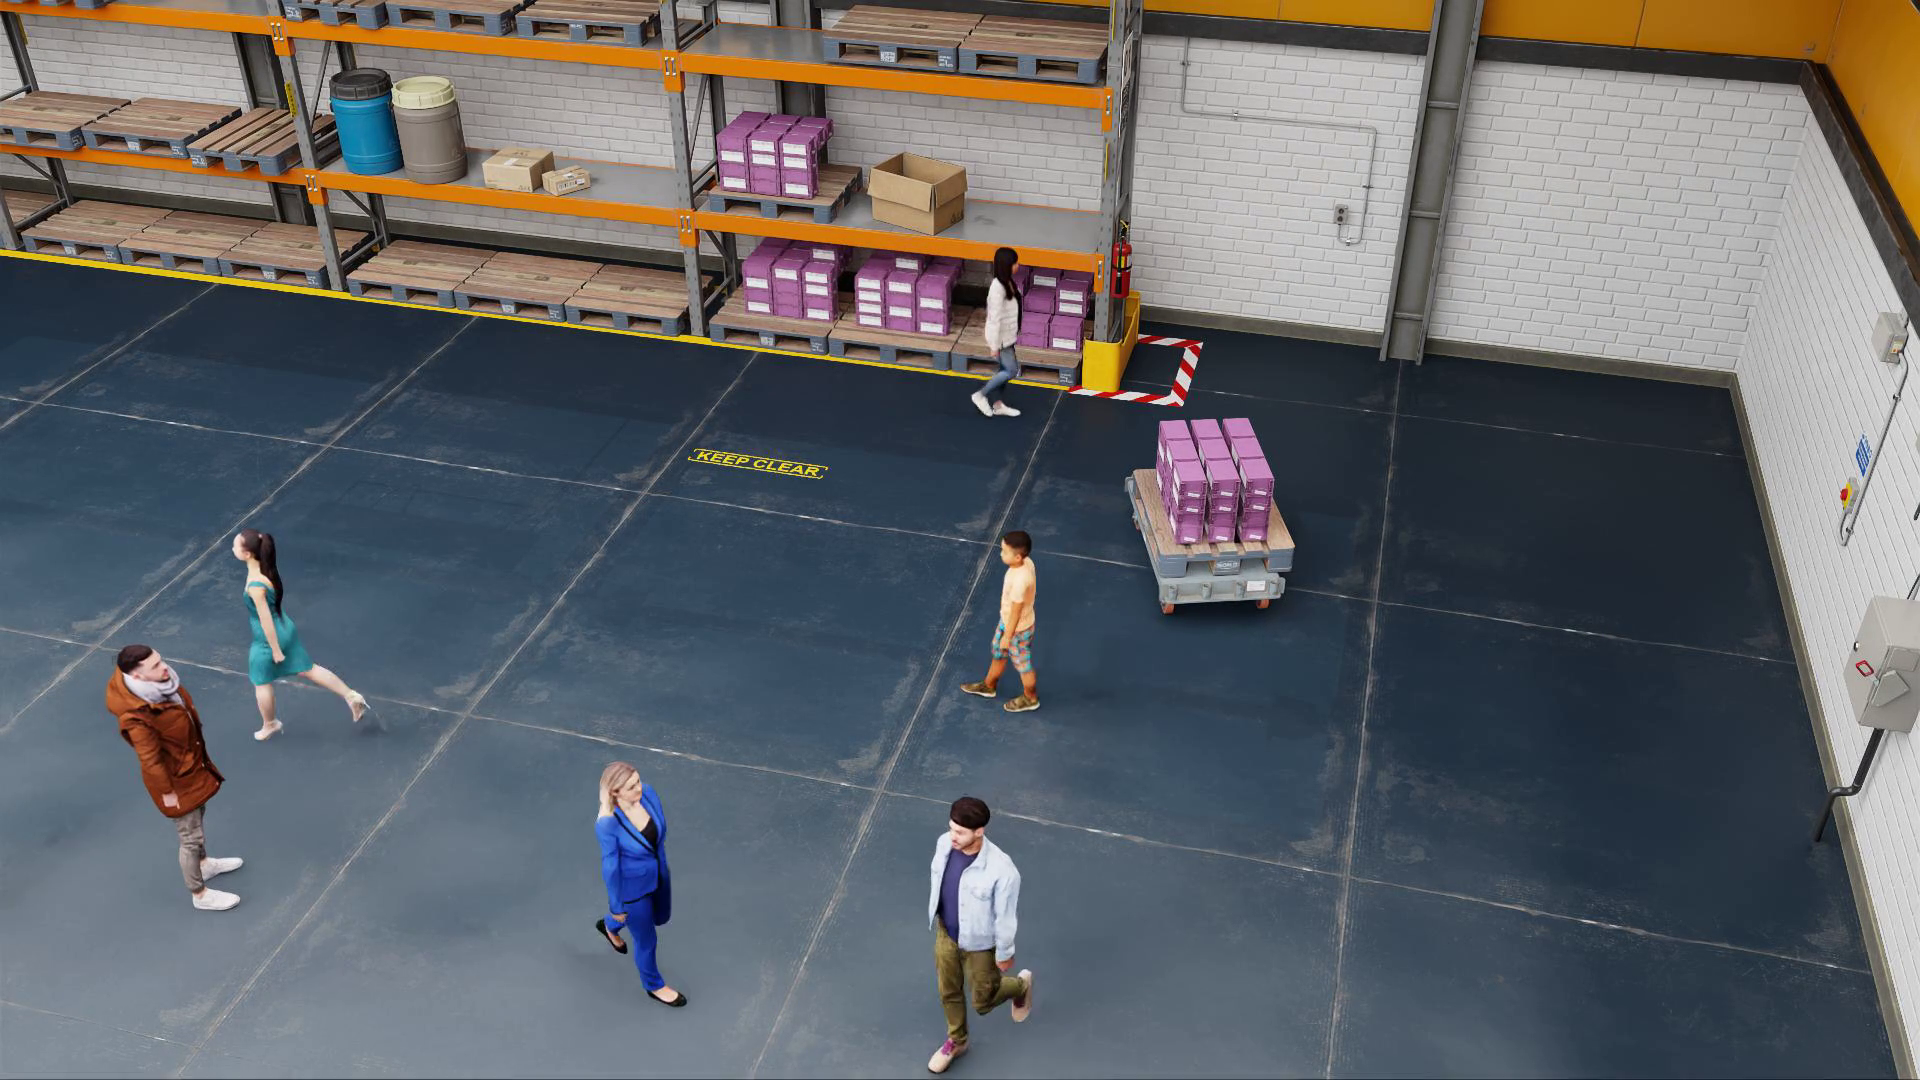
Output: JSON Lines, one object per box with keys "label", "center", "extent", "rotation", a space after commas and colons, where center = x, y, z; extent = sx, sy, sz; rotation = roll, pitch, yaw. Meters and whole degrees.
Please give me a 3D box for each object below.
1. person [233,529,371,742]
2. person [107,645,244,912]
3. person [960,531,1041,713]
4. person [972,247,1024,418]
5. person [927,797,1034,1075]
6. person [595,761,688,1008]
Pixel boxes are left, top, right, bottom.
{"label": "person", "center": [-4.386, 0.636, 10.868], "extent": [1.088, 1.654, 0.772], "rotation": [-2, 34, -2]}
{"label": "person", "center": [-4.546, 1.350, 9.629], "extent": [0.876, 1.837, 0.844], "rotation": [-9, 35, -14]}
{"label": "person", "center": [0.447, 0.548, 11.183], "extent": [0.840, 1.451, 0.687], "rotation": [-1, 34, -1]}
{"label": "person", "center": [0.298, -1.807, 14.566], "extent": [0.695, 1.629, 0.657], "rotation": [5, 34, 7]}
{"label": "person", "center": [0.110, 2.017, 8.663], "extent": [1.016, 1.796, 0.997], "rotation": [27, 42, 35]}
{"label": "person", "center": [-1.826, 1.840, 9.025], "extent": [0.929, 1.689, 0.729], "rotation": [15, 37, 22]}
